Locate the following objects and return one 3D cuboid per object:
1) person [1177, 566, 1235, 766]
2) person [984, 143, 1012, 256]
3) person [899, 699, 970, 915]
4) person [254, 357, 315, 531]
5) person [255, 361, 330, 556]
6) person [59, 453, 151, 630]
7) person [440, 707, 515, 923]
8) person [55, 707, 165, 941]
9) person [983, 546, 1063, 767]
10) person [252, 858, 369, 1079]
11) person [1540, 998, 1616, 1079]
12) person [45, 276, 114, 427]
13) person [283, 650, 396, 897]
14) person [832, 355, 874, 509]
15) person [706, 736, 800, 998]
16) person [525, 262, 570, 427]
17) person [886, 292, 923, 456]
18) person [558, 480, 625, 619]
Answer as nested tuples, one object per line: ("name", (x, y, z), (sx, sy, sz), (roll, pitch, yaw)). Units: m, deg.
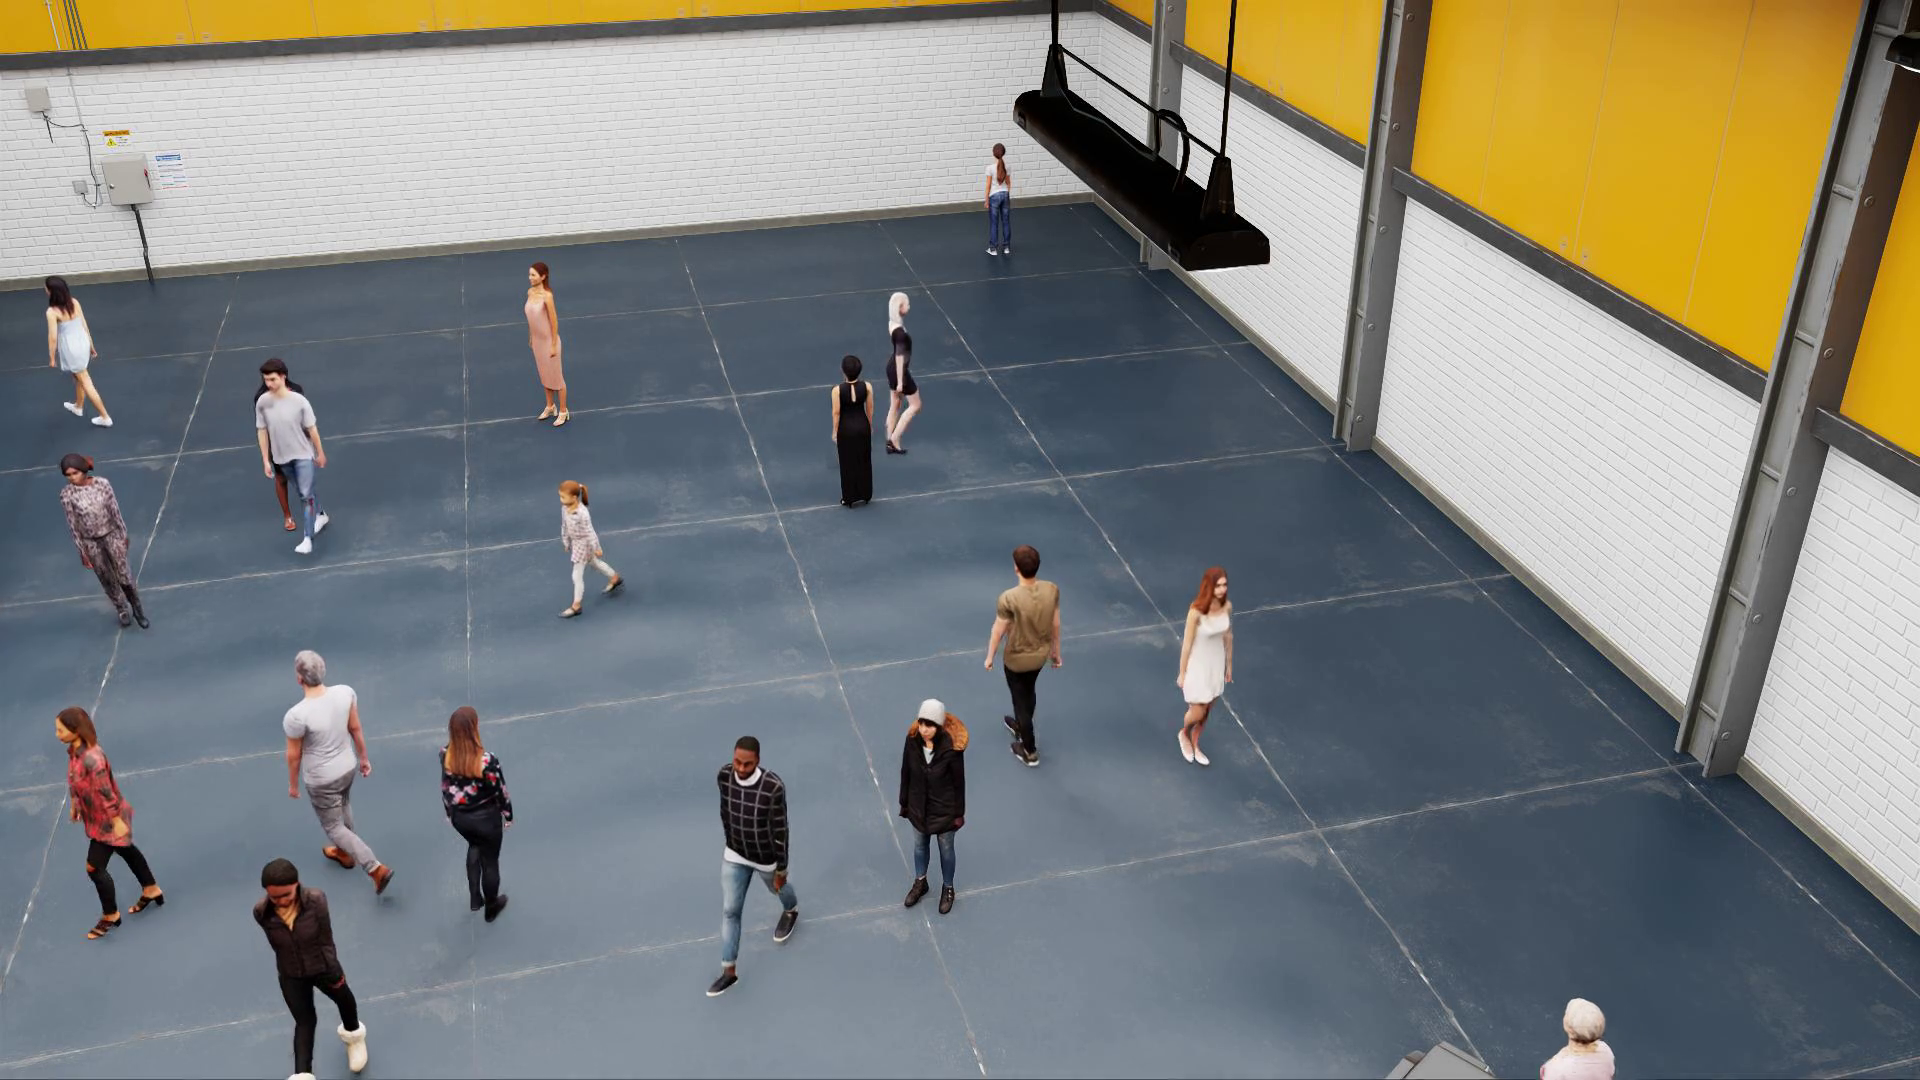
("person", (1.811, 0.922, 12.634), (0.636, 1.703, 0.664), (-13, 31, -23))
("person", (0.546, -4.774, 23.224), (0.544, 1.562, 0.532), (-9, 30, -17))
("person", (-0.179, 1.769, 11.153), (0.749, 1.634, 0.787), (10, 30, 17))
("person", (-6.491, -0.951, 16.049), (0.685, 1.721, 0.664), (-22, 36, -35))
("person", (-6.254, -0.849, 15.731), (0.938, 1.847, 1.239), (1, 29, 3))
("person", (-7.432, -0.006, 14.346), (0.676, 1.694, 0.764), (-16, 33, -27))
("person", (-3.219, 1.857, 10.947), (0.703, 1.678, 0.727), (7, 29, 12))
("person", (-5.587, 1.800, 11.042), (0.877, 1.686, 0.837), (-24, 36, -36))
("person", (0.535, 0.918, 12.507), (0.817, 1.832, 0.929), (-14, 32, -24))
("person", (-3.759, 2.589, 9.640), (1.005, 1.643, 0.616), (-7, 29, -13))
("person", (3.192, 3.112, 8.640), (0.686, 1.684, 0.779), (-14, 32, -24))
("person", (-9.527, -2.021, 18.023), (0.991, 1.709, 0.998), (10, 30, 18))
("person", (-4.201, 1.612, 11.268), (1.183, 1.800, 1.127), (15, 32, 26))
("person", (-1.049, -1.068, 16.390), (0.596, 1.601, 0.536), (-11, 30, -19))
("person", (-1.251, 1.961, 10.667), (1.140, 1.763, 1.314), (10, 30, 18))
("person", (-4.502, -2.147, 18.126), (0.624, 1.832, 0.715), (21, 35, 34))
("person", (-0.726, -1.690, 17.299), (0.670, 1.822, 0.573), (-11, 30, -19))
("person", (-3.283, 0.027, 14.723), (0.876, 1.274, 0.972), (-23, 36, -35))
